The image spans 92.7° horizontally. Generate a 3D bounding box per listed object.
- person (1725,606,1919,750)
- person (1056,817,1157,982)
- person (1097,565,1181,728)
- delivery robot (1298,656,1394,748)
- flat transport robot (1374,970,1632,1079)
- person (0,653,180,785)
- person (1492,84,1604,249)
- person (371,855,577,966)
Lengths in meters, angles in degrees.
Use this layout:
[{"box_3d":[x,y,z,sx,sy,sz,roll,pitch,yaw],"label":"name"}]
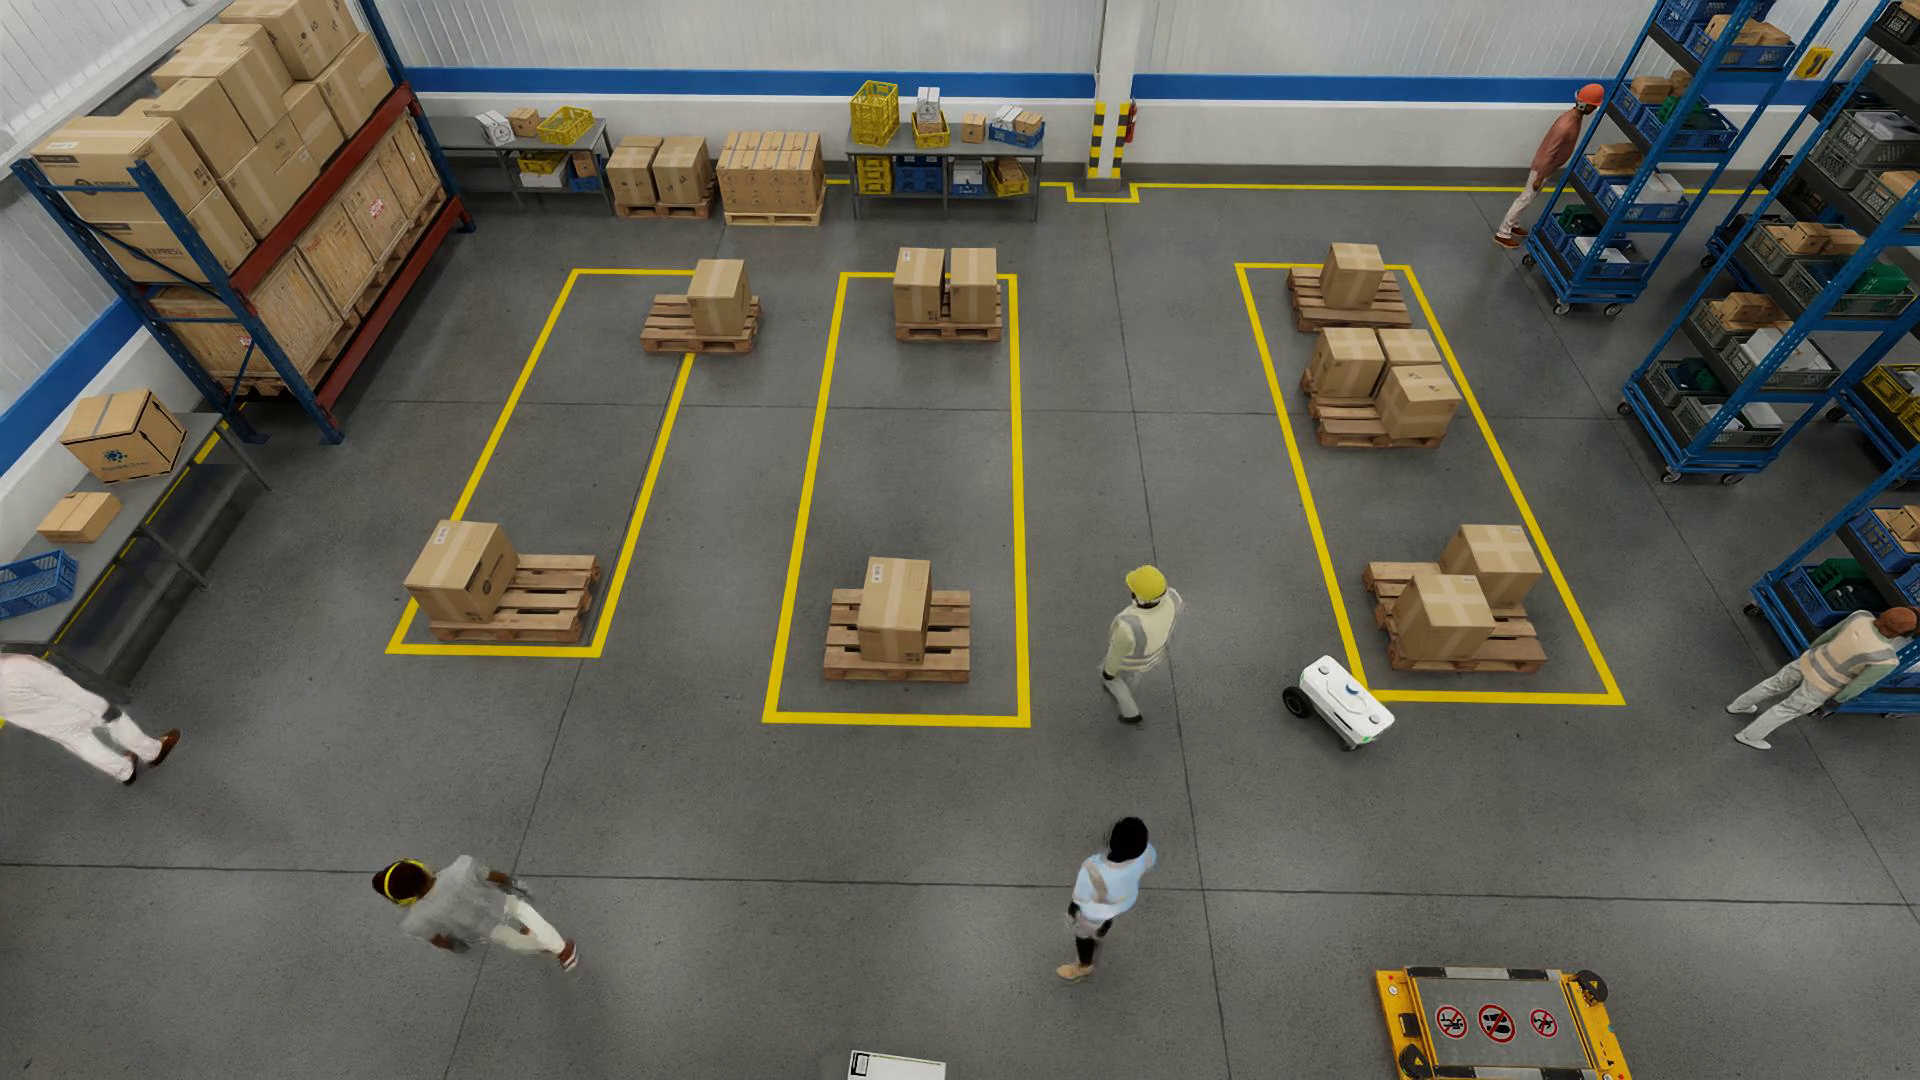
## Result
[{"box_3d":[6.388,0.996,6.791,0.327,1.628,0.525,9,51,8],"label":"person"},{"box_3d":[0.897,2.275,5.725,0.660,1.662,0.424,-22,54,-17],"label":"person"},{"box_3d":[1.306,0.799,6.825,0.609,1.815,0.470,-31,57,-23],"label":"person"},{"box_3d":[3.022,1.265,7.196,0.477,0.478,0.707,-27,56,-20],"label":"delivery robot"},{"box_3d":[3.501,3.133,5.914,1.431,0.197,0.652,1,51,1],"label":"flat transport robot"},{"box_3d":[-6.417,1.161,6.483,0.683,1.905,0.458,-7,51,-6],"label":"person"},{"box_3d":[7.092,-4.482,11.028,0.415,1.985,0.611,33,58,24],"label":"person"},{"box_3d":[-2.881,2.310,5.575,0.461,1.846,0.573,26,55,20],"label":"person"}]
